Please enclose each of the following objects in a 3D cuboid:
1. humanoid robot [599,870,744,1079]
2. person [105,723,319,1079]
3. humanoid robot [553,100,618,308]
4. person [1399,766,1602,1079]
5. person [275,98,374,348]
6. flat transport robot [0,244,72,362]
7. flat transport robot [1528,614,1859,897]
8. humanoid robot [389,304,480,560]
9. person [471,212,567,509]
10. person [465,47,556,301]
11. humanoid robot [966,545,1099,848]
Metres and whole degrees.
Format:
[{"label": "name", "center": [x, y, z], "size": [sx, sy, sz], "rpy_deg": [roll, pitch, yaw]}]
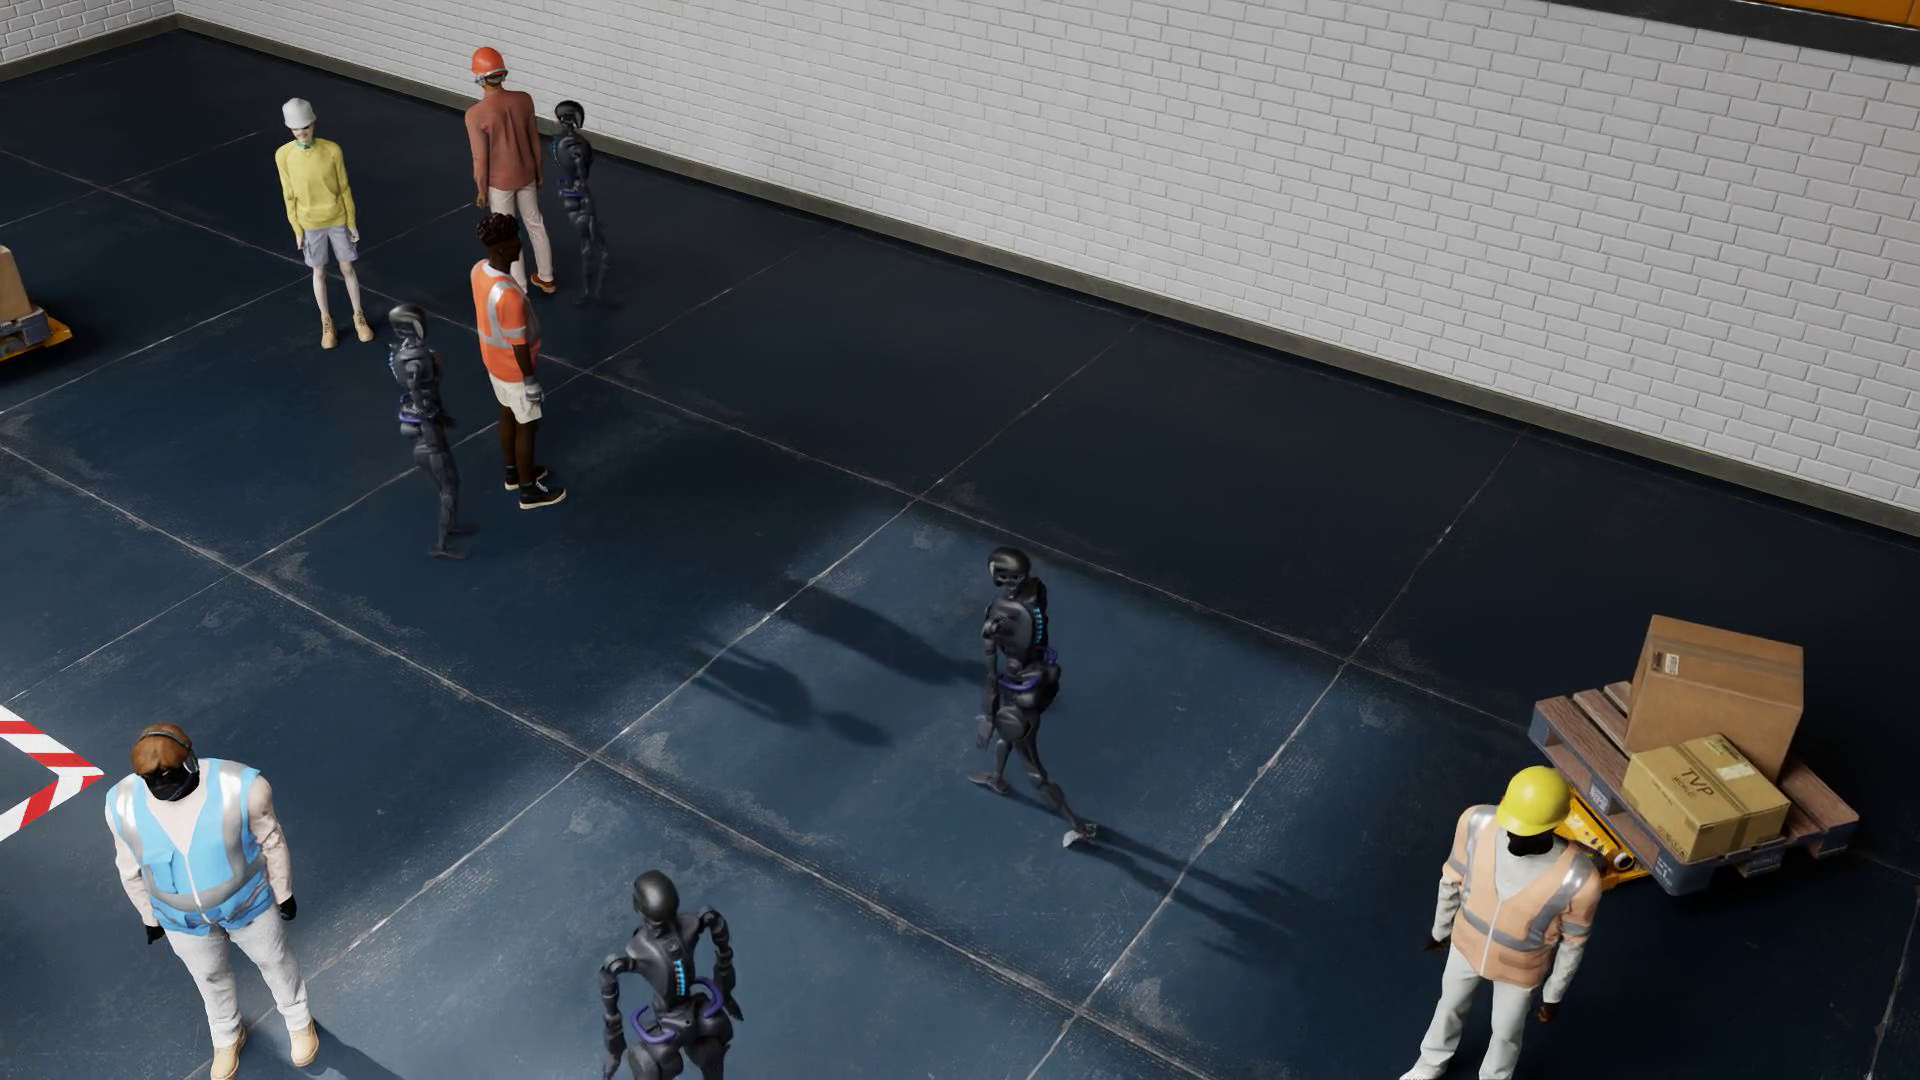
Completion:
[{"label": "humanoid robot", "center": [-1.062, 1.897, 6.356], "size": [0.588, 1.638, 0.730], "rpy_deg": [-24, 41, -30]}, {"label": "person", "center": [-3.030, 1.479, 6.779], "size": [0.628, 1.843, 0.429], "rpy_deg": [-9, 36, -12]}, {"label": "humanoid robot", "center": [-2.879, -2.558, 12.689], "size": [0.324, 1.656, 0.611], "rpy_deg": [-14, 37, -19]}, {"label": "person", "center": [2.107, 1.617, 6.508], "size": [0.587, 1.927, 0.381], "rpy_deg": [28, 44, 34]}, {"label": "person", "center": [-4.657, -2.328, 12.178], "size": [0.471, 1.891, 0.400], "rpy_deg": [-13, 37, -18]}, {"label": "flat transport robot", "center": [-7.422, -1.401, 12.265], "size": [0.659, 0.231, 1.431], "rpy_deg": [25, 42, 31]}, {"label": "flat transport robot", "center": [3.537, 1.343, 8.344], "size": [1.431, 0.231, 0.659], "rpy_deg": [-10, 36, -14]}, {"label": "humanoid robot", "center": [-3.170, -0.671, 9.992], "size": [0.329, 1.656, 0.584], "rpy_deg": [-7, 36, -10]}, {"label": "person", "center": [-2.778, -1.114, 10.384], "size": [0.367, 1.959, 0.604], "rpy_deg": [-20, 40, -26]}, {"label": "person", "center": [-3.461, -2.779, 12.732], "size": [0.394, 1.991, 0.621], "rpy_deg": [26, 42, 32]}, {"label": "humanoid robot", "center": [0.355, 0.745, 8.038], "size": [0.821, 1.635, 0.596], "rpy_deg": [19, 39, 24]}]
